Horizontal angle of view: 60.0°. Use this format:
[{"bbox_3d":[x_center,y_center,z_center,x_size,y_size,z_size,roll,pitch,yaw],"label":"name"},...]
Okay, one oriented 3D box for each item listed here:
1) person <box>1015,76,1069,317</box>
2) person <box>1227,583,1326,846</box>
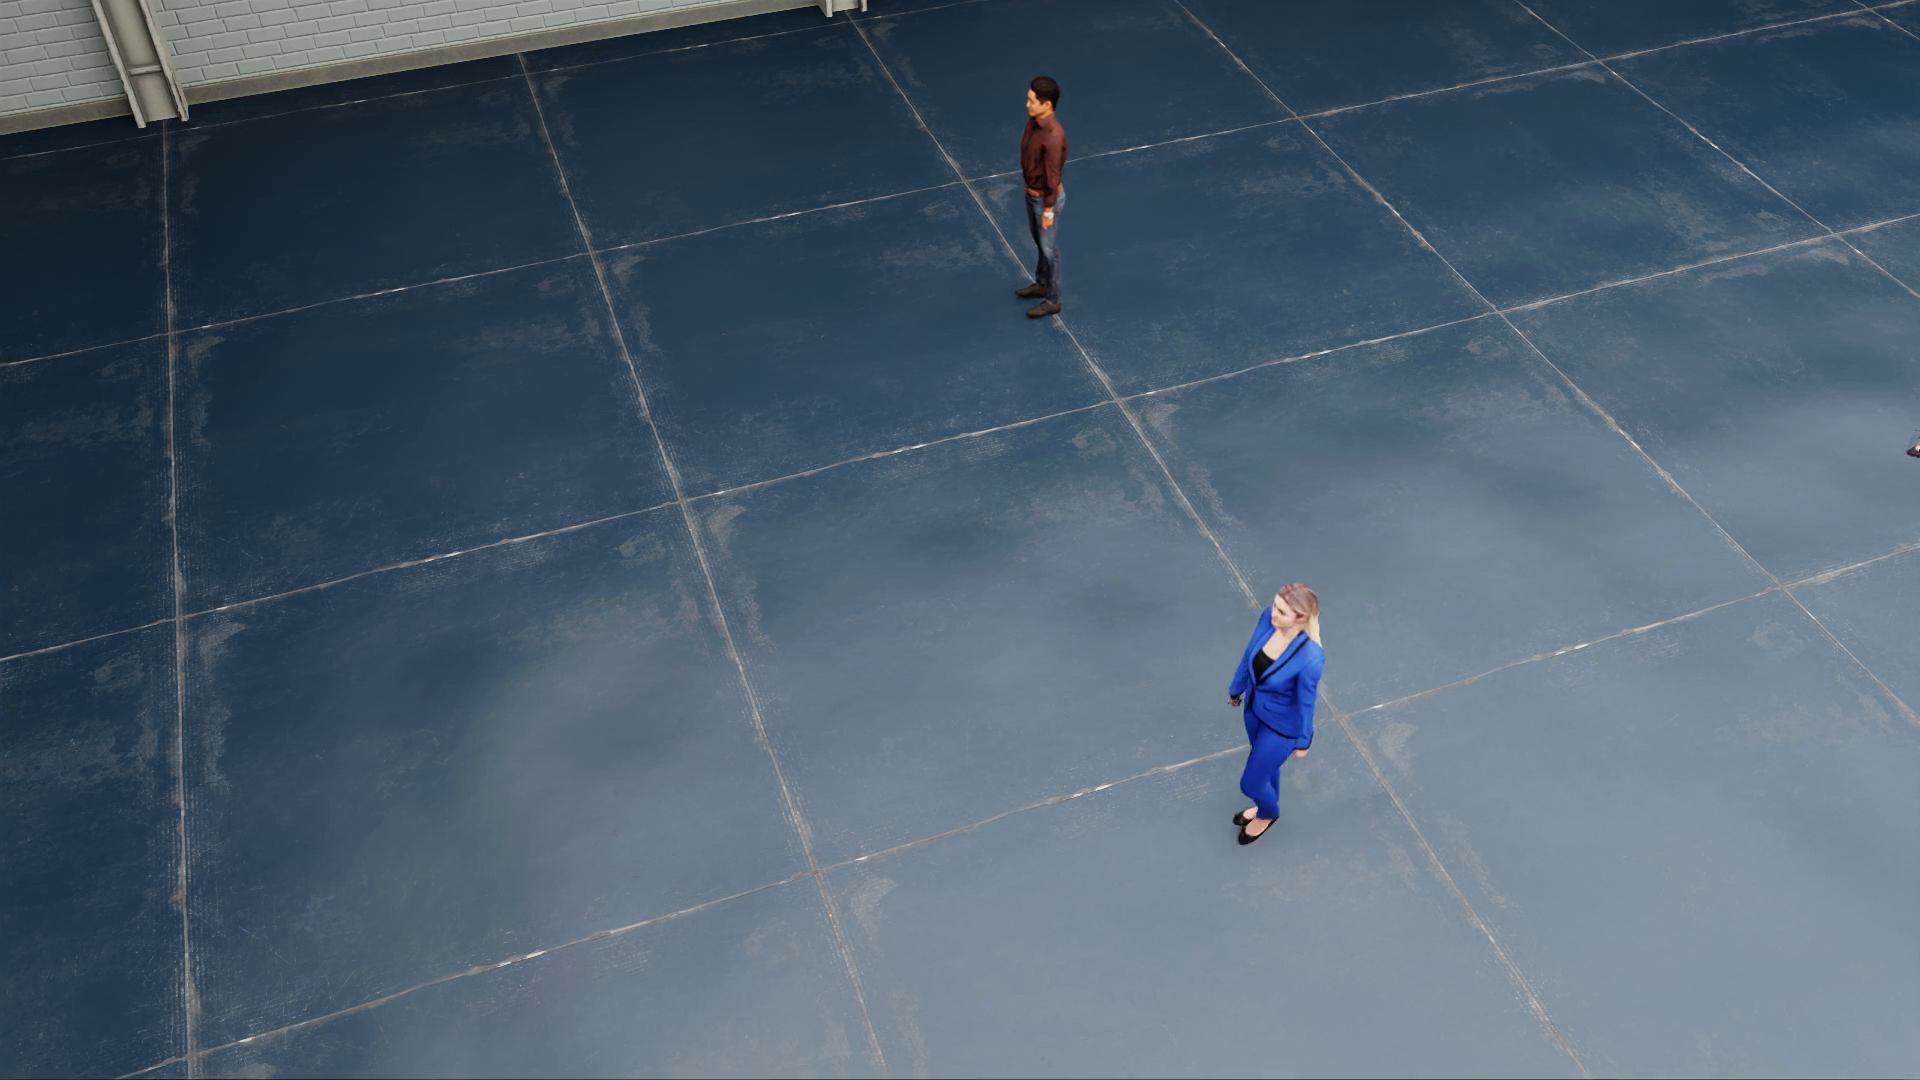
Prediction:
[{"bbox_3d":[0.584,-2.364,11.444,0.499,1.777,0.637,-13,45,-13],"label":"person"},{"bbox_3d":[1.606,0.831,8.088,0.606,1.687,0.650,-17,46,-17],"label":"person"}]
